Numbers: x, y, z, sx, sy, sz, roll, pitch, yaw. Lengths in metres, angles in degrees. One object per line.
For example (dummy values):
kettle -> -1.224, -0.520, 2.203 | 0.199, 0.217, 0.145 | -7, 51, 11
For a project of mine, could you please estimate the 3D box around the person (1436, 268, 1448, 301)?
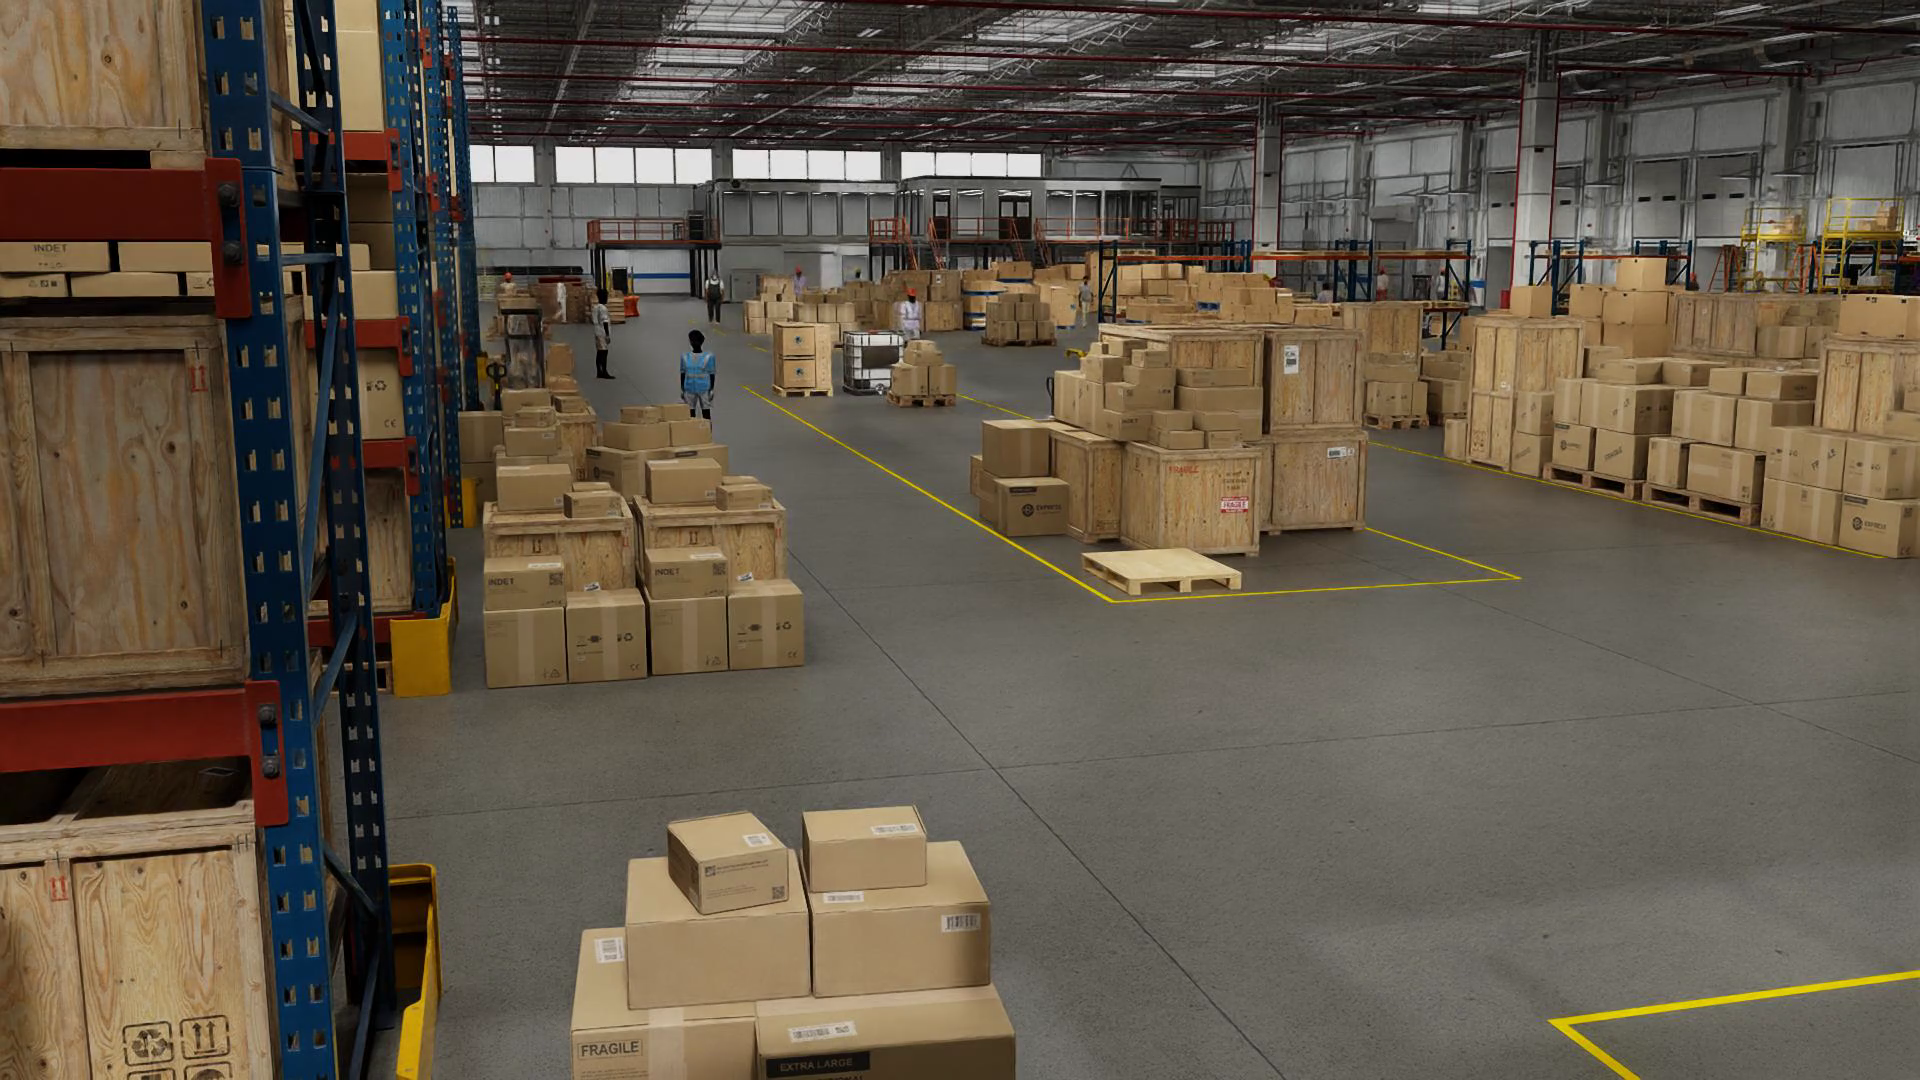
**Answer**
person -> 21.185, -10.995, 73.137 | 0.553, 1.920, 0.405 | 0, 10, 0

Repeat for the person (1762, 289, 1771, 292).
person -> 18.805, -4.932, 38.935 | 0.630, 1.877, 0.950 | 0, 10, 0

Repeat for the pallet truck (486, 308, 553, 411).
pallet truck -> -6.242, -2.418, 24.362 | 0.823, 1.965, 1.885 | 1, 10, 3

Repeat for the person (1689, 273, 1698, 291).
person -> 23.984, -7.763, 54.634 | 0.396, 1.992, 0.619 | 1, 10, 7

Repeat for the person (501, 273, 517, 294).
person -> -16.032, -8.513, 59.127 | 0.613, 1.918, 0.507 | 0, 10, -1

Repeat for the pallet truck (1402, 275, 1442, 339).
pallet truck -> 14.620, -7.324, 52.145 | 0.823, 1.965, 1.885 | 8, 13, 40

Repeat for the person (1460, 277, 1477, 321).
person -> 19.038, -8.981, 62.322 | 0.525, 1.724, 0.891 | -5, 11, -24

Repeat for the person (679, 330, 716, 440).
person -> -3.701, -2.109, 23.466 | 0.535, 1.697, 0.318 | 1, 10, 8

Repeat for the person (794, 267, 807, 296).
person -> -6.526, -9.988, 67.159 | 0.635, 2.018, 0.638 | 5, 11, 25

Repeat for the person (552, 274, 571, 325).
person -> -14.557, -8.765, 60.679 | 0.543, 1.872, 0.580 | -1, 10, -4

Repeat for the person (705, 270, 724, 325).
person -> -8.929, -8.817, 60.477 | 0.697, 2.000, 0.730 | -1, 10, -5

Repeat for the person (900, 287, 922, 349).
person -> -1.210, -5.170, 40.256 | 0.560, 1.902, 0.898 | -3, 11, -19

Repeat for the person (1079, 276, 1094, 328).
person -> 4.473, -8.460, 59.110 | 0.507, 1.828, 0.996 | -1, 10, -5

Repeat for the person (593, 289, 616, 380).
person -> -7.695, -4.430, 35.845 | 0.367, 1.967, 0.607 | -7, 12, -34

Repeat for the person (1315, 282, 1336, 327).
person -> 10.855, -6.770, 49.586 | 0.626, 1.788, 0.995 | -6, 12, -30

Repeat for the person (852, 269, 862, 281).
person -> -4.495, -10.789, 72.027 | 0.704, 1.903, 0.597 | 7, 12, 33

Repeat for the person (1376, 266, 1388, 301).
person -> 18.851, -11.205, 74.173 | 0.760, 1.976, 0.623 | -9, 14, -42

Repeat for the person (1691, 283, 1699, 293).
person -> 20.591, -6.268, 46.570 | 0.611, 1.845, 0.908 | -5, 11, -24
